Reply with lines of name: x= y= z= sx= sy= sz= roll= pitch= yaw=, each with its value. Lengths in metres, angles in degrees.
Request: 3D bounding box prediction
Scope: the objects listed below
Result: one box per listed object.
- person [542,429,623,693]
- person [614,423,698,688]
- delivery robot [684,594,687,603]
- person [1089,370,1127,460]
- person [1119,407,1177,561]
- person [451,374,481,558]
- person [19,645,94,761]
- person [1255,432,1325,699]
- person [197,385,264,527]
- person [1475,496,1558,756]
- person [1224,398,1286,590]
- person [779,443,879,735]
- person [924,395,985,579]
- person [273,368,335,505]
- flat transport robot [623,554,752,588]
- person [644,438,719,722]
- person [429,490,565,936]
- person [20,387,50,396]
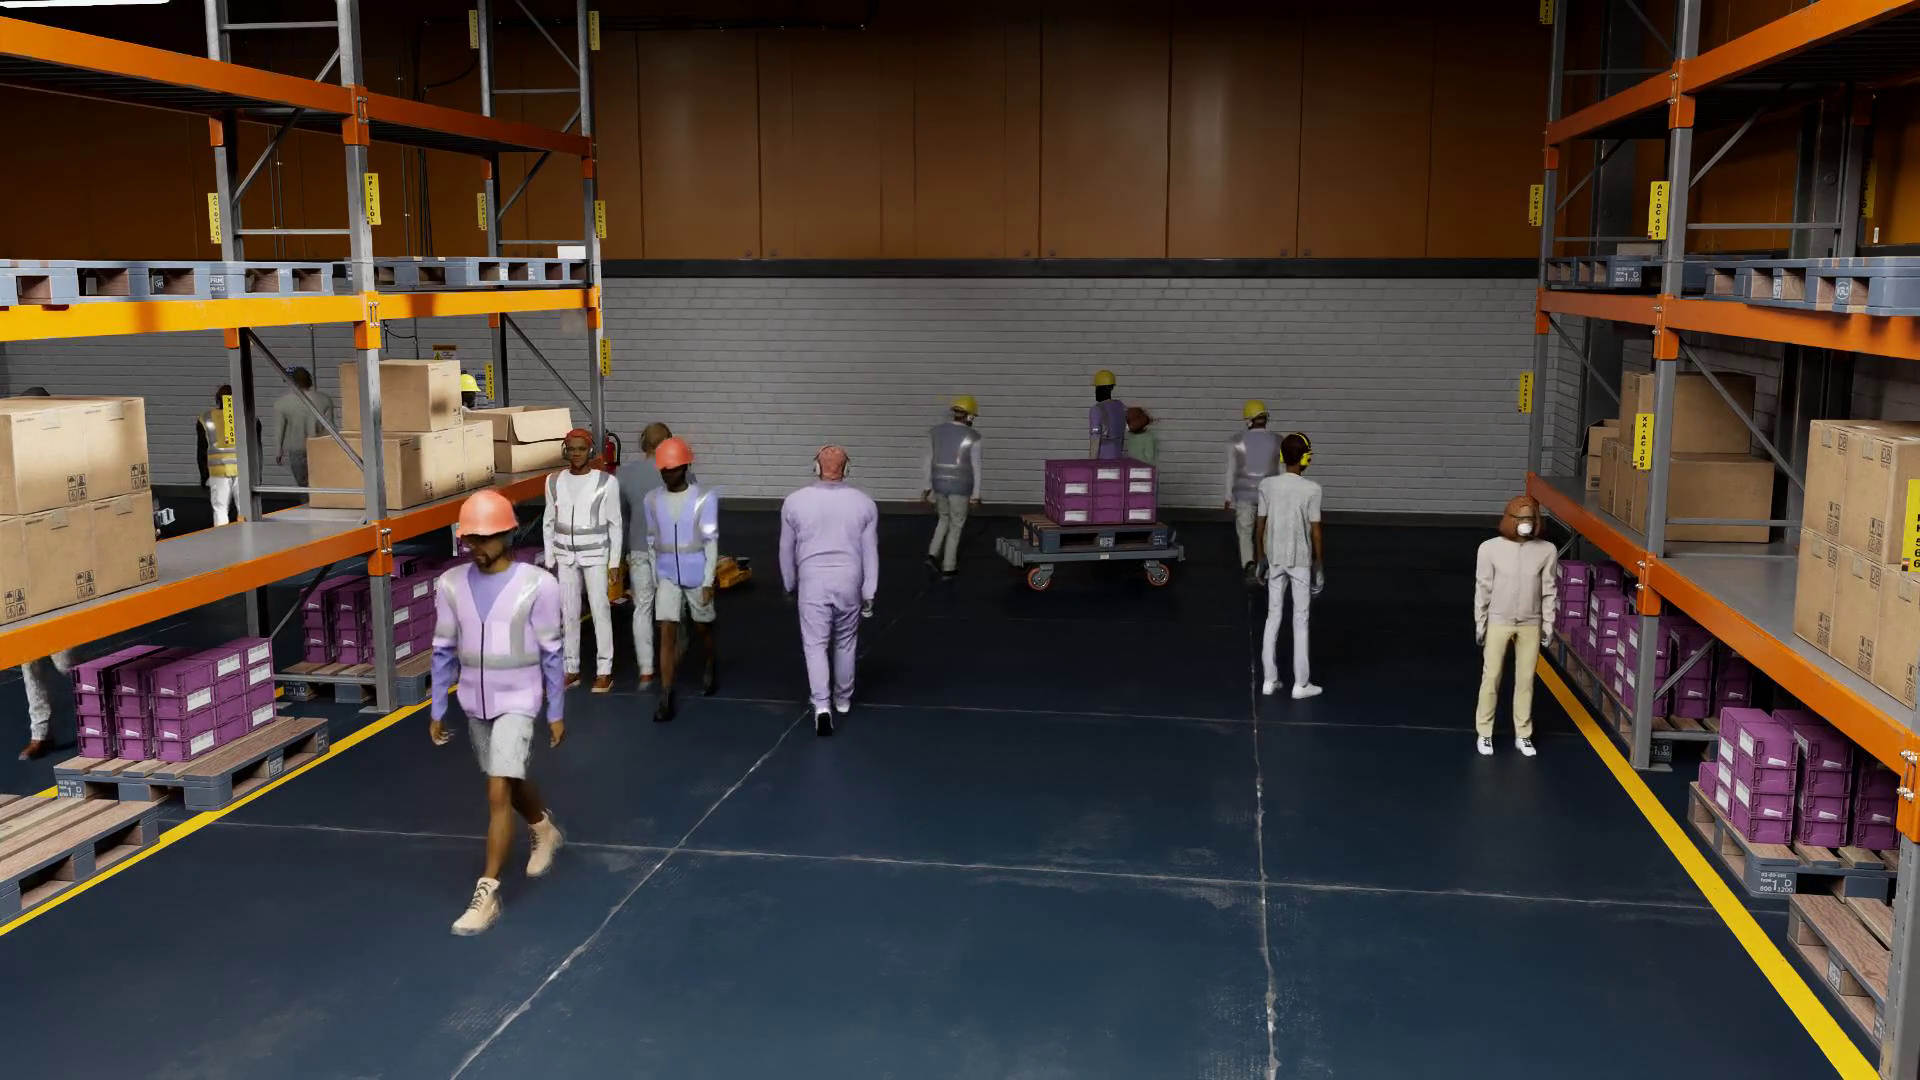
person: x=-2.685 y=0.155 z=11.797 sx=0.589 sy=1.880 sz=0.394 roll=2 pitch=9 yaw=12
person: x=-2.221 y=0.078 z=12.238 sx=0.635 sy=1.884 sz=1.014 roll=0 pitch=9 yaw=-3
delivery robot: x=-2.400 y=0.313 z=14.598 sx=0.477 sy=0.478 sz=0.707 roll=0 pitch=9 yaw=-1
person: x=1.564 y=-0.878 z=18.013 sx=0.370 sy=1.927 sz=0.588 roll=7 pitch=12 yaw=38
person: x=1.949 y=-0.584 z=17.236 sx=0.653 sy=1.601 sz=0.510 roll=-5 pitch=10 yaw=-26
person: x=-5.116 y=-0.753 z=17.245 sx=0.369 sy=1.927 sz=0.588 roll=-9 pitch=13 yaw=-43
person: x=-5.636 y=0.366 z=10.380 sx=0.633 sy=1.919 sz=0.738 roll=1 pitch=9 yaw=8
person: x=2.322 y=0.179 z=11.682 sx=0.532 sy=1.866 sz=0.312 roll=7 pitch=11 yaw=35
person: x=-7.535 y=-0.686 z=17.205 sx=0.634 sy=1.818 sz=0.450 roll=-4 pitch=10 yaw=-25
person: x=3.421 y=0.531 z=10.260 sx=0.498 sy=1.628 sz=0.273 roll=0 pitch=9 yaw=2
person: x=2.781 y=-0.416 z=15.537 sx=0.608 sy=1.812 sz=0.708 roll=0 pitch=9 yaw=3
person: x=-0.852 y=0.306 z=10.901 sx=0.637 sy=1.874 sz=0.901 roll=-2 pitch=9 yaw=-10
person: x=-0.030 y=-0.502 z=16.125 sx=0.635 sy=1.792 sz=0.476 roll=6 pitch=11 yaw=32
person: x=-7.482 y=-1.012 z=19.000 sx=0.649 sy=1.880 sz=1.041 roll=-5 pitch=11 yaw=-30
flat transport robot: x=-2.782 y=0.280 z=15.966 sx=1.431 sy=0.197 sz=0.652 roll=2 pitch=9 yaw=12
person: x=-1.883 y=0.226 z=11.366 sx=0.538 sy=1.885 sz=1.016 roll=1 pitch=9 yaw=6
person: x=-2.156 y=0.738 z=7.848 sx=0.625 sy=1.999 sz=1.039 roll=2 pitch=10 yaw=15
person: x=-7.591 y=-0.258 z=13.842 sx=0.679 sy=2.000 sz=0.537 roll=3 pitch=10 yaw=16
